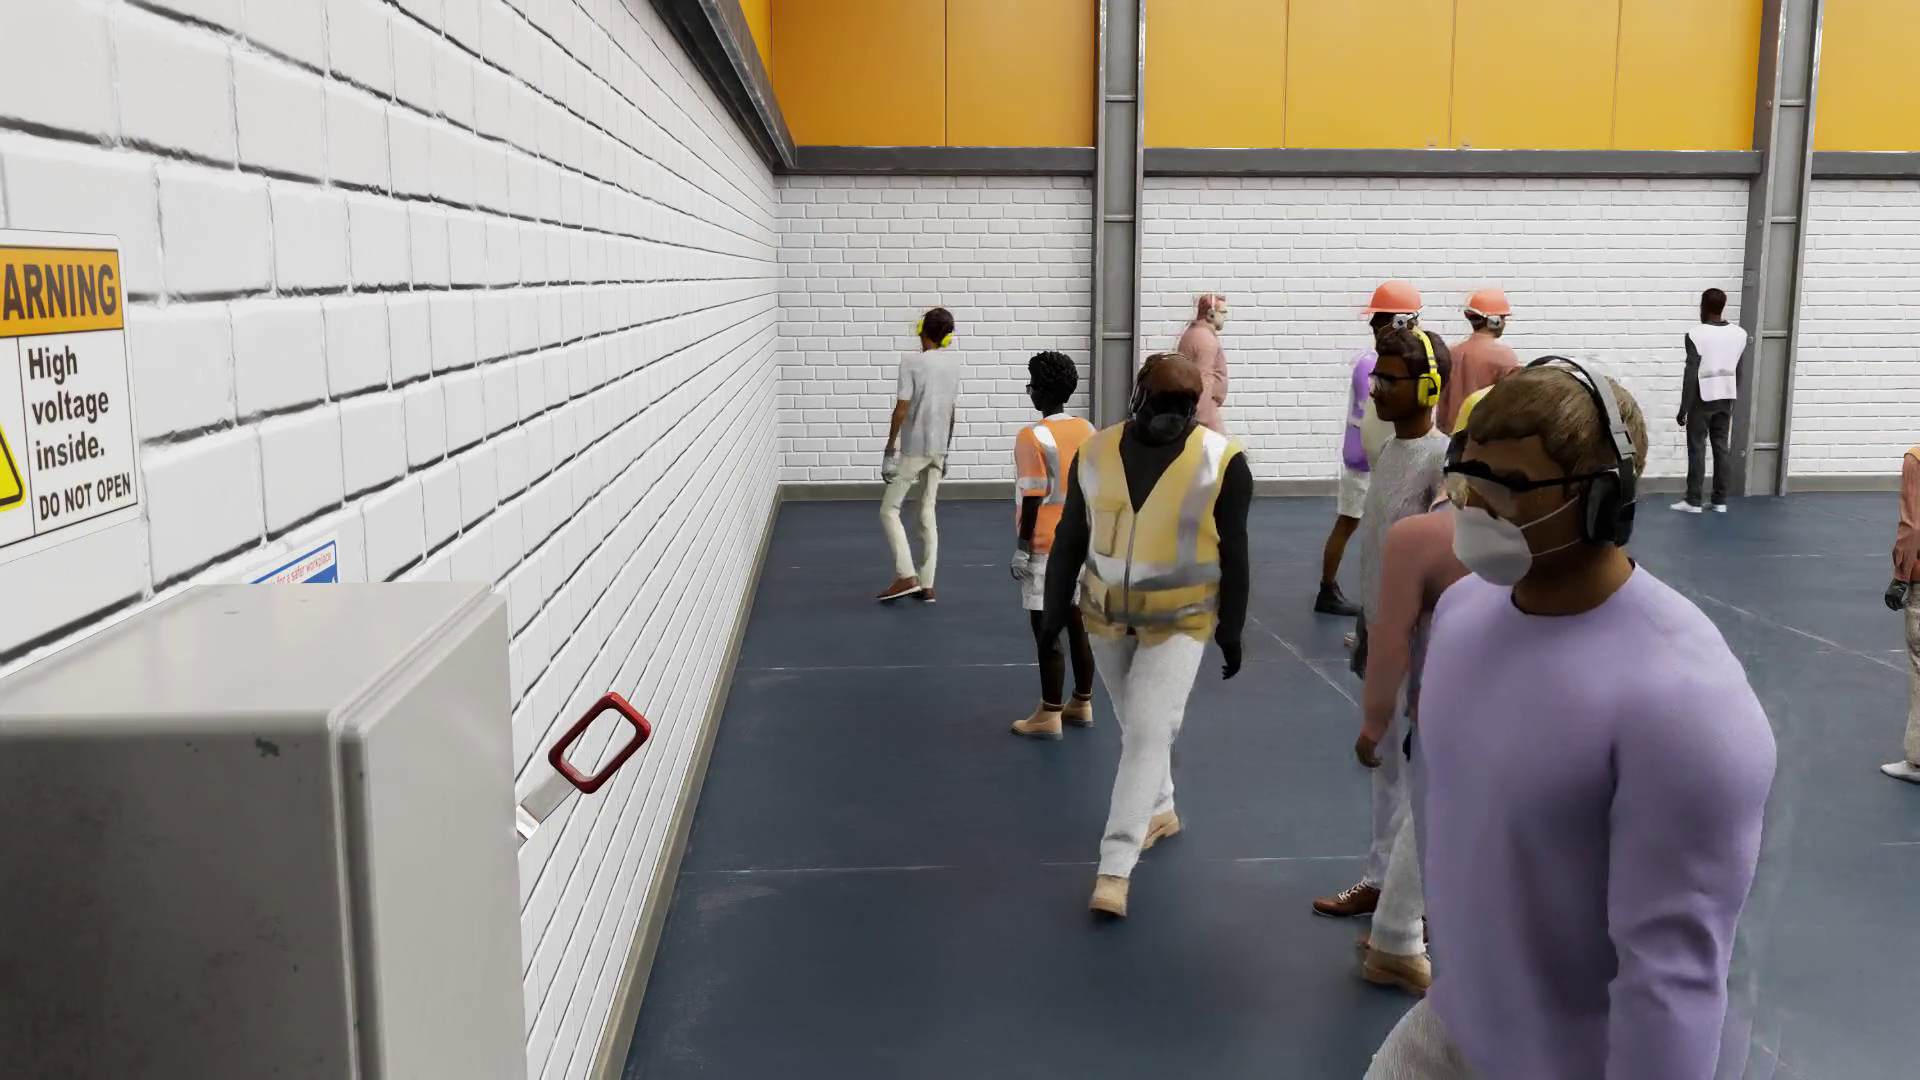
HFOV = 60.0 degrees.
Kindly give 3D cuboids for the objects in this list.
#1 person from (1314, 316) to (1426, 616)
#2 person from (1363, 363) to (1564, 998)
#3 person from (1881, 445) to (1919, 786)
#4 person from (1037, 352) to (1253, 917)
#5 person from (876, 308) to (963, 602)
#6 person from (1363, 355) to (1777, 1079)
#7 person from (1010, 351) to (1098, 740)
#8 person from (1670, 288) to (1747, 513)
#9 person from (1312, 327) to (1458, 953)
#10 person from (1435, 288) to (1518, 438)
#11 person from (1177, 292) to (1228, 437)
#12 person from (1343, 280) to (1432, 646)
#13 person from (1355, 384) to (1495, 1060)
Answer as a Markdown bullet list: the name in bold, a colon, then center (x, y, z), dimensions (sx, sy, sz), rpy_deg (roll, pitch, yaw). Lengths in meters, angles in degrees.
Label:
- **person**: center (2.505, -0.457, 9.684), dimensions (0.935, 1.886, 0.550), rpy_deg (7, 12, 39)
- **person**: center (1.522, 0.436, 4.416), dimensions (0.960, 1.785, 0.628), rpy_deg (6, 11, 33)
- **person**: center (3.928, 0.164, 6.582), dimensions (0.521, 1.638, 0.311), rpy_deg (-1, 9, -6)
- **person**: center (0.602, 0.273, 5.490), dimensions (0.661, 1.780, 0.979), rpy_deg (5, 10, 28)
- **person**: center (-0.238, -0.520, 10.316), dimensions (0.631, 1.823, 0.386), rpy_deg (-8, 12, -40)
- **person**: center (0.665, 0.724, 2.184), dimensions (0.691, 1.916, 0.662), rpy_deg (-2, 9, -13)
- **person**: center (0.410, 0.023, 7.292), dimensions (0.317, 1.695, 0.540), rpy_deg (7, 12, 38)
- **person**: center (6.401, -1.181, 14.166), dimensions (0.604, 1.917, 0.381), rpy_deg (-3, 9, -16)
- **person**: center (1.316, 0.300, 5.010), dimensions (0.328, 1.873, 0.512), rpy_deg (-2, 9, -12)
- **person**: center (3.339, -0.632, 10.674), dimensions (1.053, 1.944, 0.628), rpy_deg (-3, 10, -18)
- **person**: center (1.926, -1.010, 13.177), dimensions (0.424, 1.888, 0.668), rpy_deg (-2, 9, -10)
- **person**: center (2.280, -0.362, 8.776), dimensions (0.381, 1.994, 0.617), rpy_deg (0, 9, 1)
- **person**: center (1.322, 0.487, 4.273), dimensions (0.582, 1.748, 0.494), rpy_deg (-2, 9, -11)
